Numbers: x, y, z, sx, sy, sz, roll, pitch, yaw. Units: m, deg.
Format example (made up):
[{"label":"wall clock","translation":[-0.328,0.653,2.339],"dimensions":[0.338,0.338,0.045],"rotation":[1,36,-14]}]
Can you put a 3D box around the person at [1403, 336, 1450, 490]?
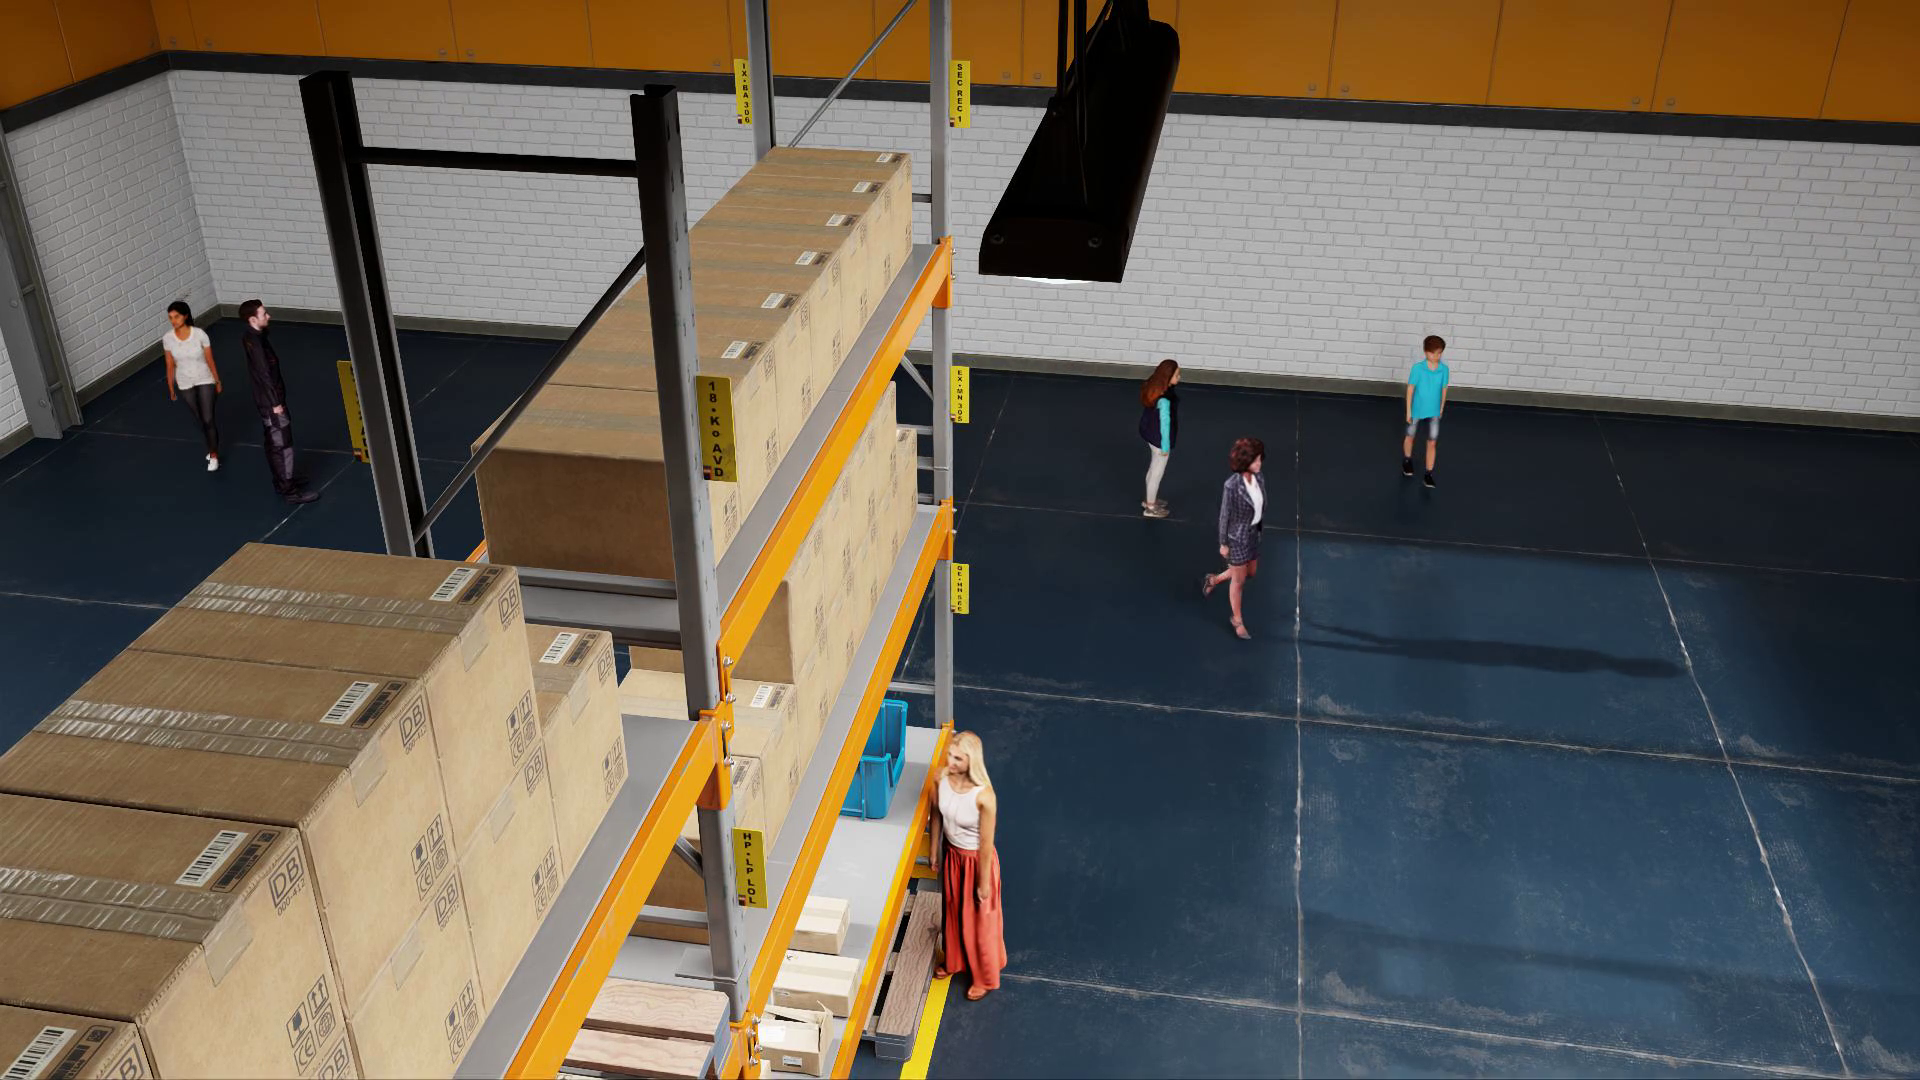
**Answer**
[{"label":"person","translation":[4.307,-1.250,15.476],"dimensions":[0.531,1.425,0.835],"rotation":[5,29,8]}]

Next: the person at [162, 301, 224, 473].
[{"label":"person","translation":[-7.196,-1.504,15.730],"dimensions":[0.684,1.628,0.861],"rotation":[-2,29,-3]}]

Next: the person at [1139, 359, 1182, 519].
[{"label":"person","translation":[1.771,-0.921,14.799],"dimensions":[0.668,1.496,0.553],"rotation":[0,29,0]}]

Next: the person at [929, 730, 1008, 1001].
[{"label":"person","translation":[0.049,1.828,9.443],"dimensions":[0.727,1.800,0.762],"rotation":[24,37,37]}]

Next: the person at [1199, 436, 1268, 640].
[{"label":"person","translation":[2.124,-0.037,12.982],"dimensions":[0.906,1.685,0.946],"rotation":[-22,35,-34]}]

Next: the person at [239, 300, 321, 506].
[{"label":"person","translation":[-6.194,-1.257,14.977],"dimensions":[0.837,1.915,0.758],"rotation":[-16,32,-26]}]
